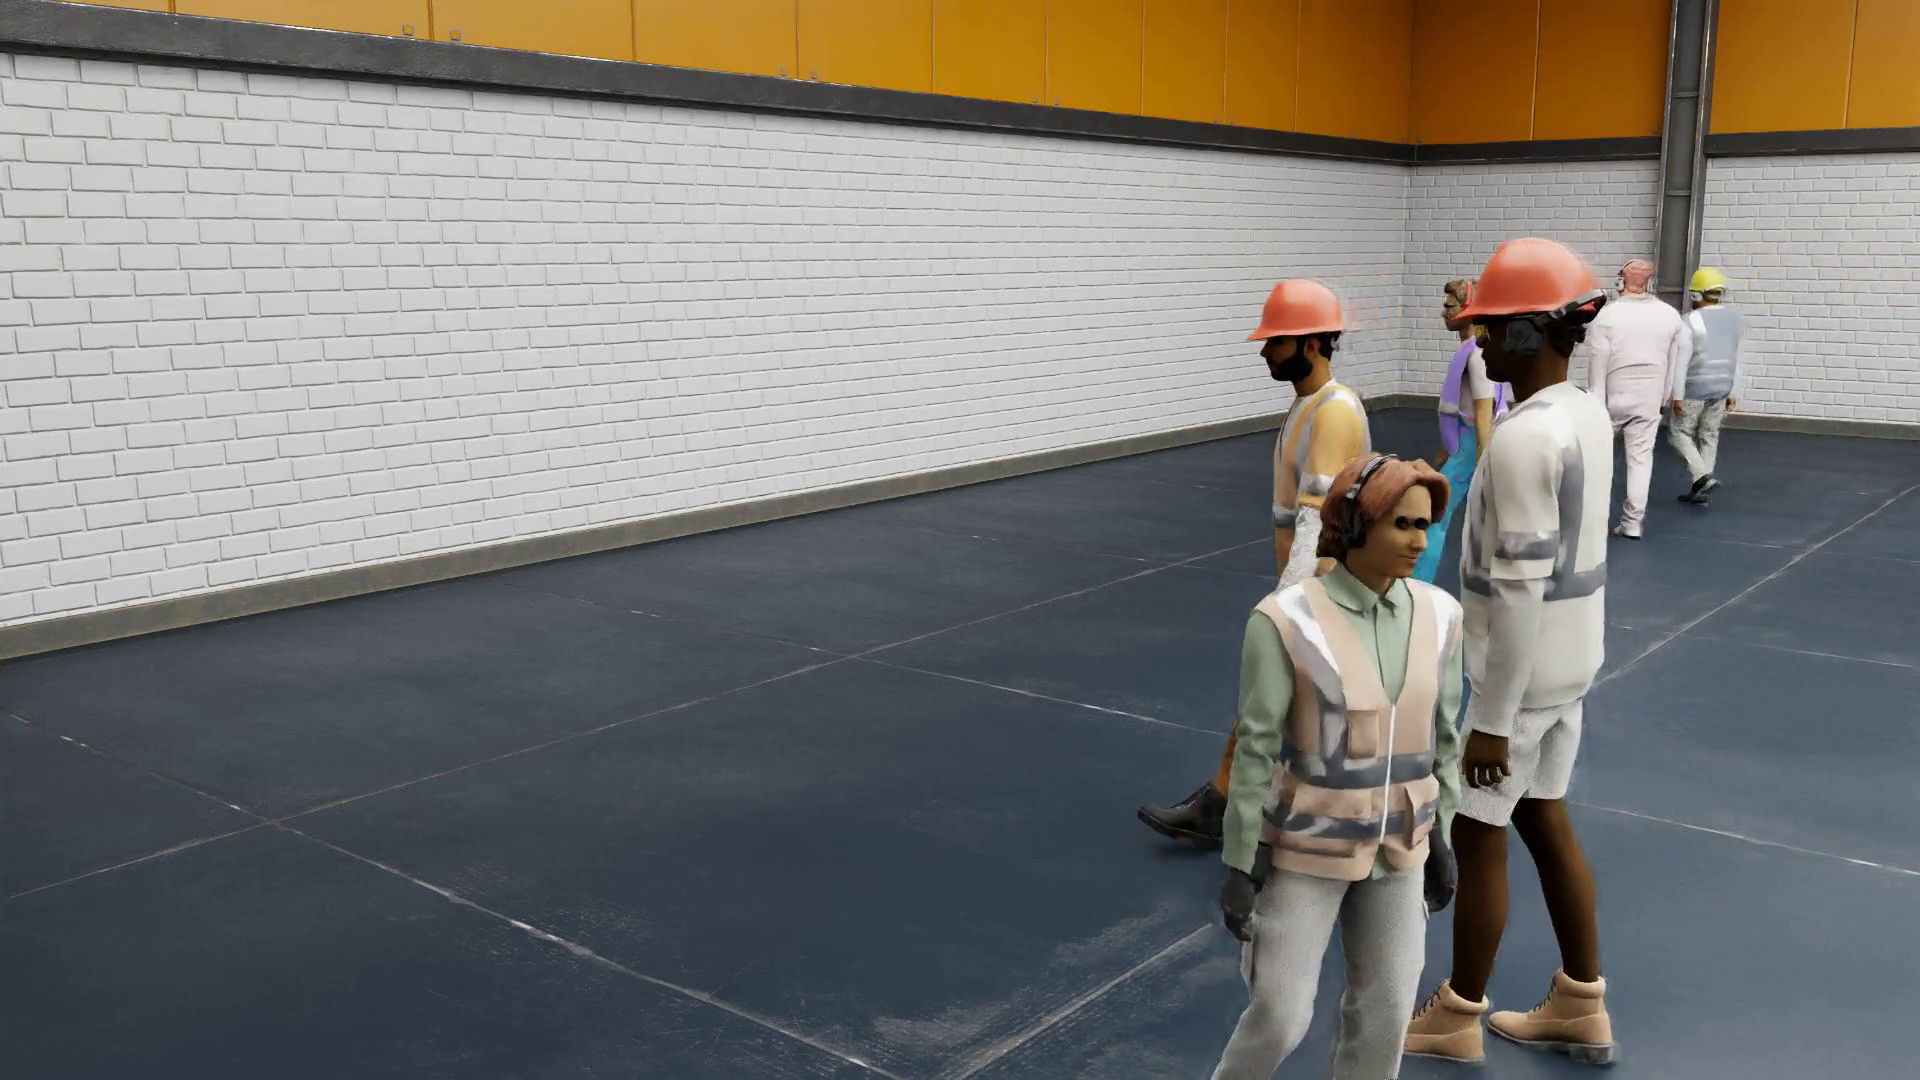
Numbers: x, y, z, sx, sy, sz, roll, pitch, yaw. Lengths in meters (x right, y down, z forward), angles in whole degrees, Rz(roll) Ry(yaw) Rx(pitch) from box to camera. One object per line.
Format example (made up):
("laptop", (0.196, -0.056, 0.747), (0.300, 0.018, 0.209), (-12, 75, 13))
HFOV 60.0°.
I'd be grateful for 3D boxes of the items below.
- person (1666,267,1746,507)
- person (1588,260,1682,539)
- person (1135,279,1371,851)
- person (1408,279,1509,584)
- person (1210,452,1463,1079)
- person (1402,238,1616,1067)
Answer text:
("person", (5.613, -1.131, 12.522), (0.604, 1.821, 0.478), (-2, 11, -13))
("person", (4.551, -0.959, 11.379), (0.649, 1.888, 0.595), (0, 10, 0))
("person", (1.036, 0.130, 5.306), (0.944, 1.888, 0.569), (-1, 10, -4))
("person", (2.515, -0.434, 8.646), (0.854, 1.808, 0.581), (3, 11, 18))
("person", (0.732, 0.623, 3.377), (0.553, 1.615, 0.512), (-4, 11, -22))
("person", (1.338, 0.303, 4.015), (0.501, 2.046, 0.613), (7, 12, 33))
